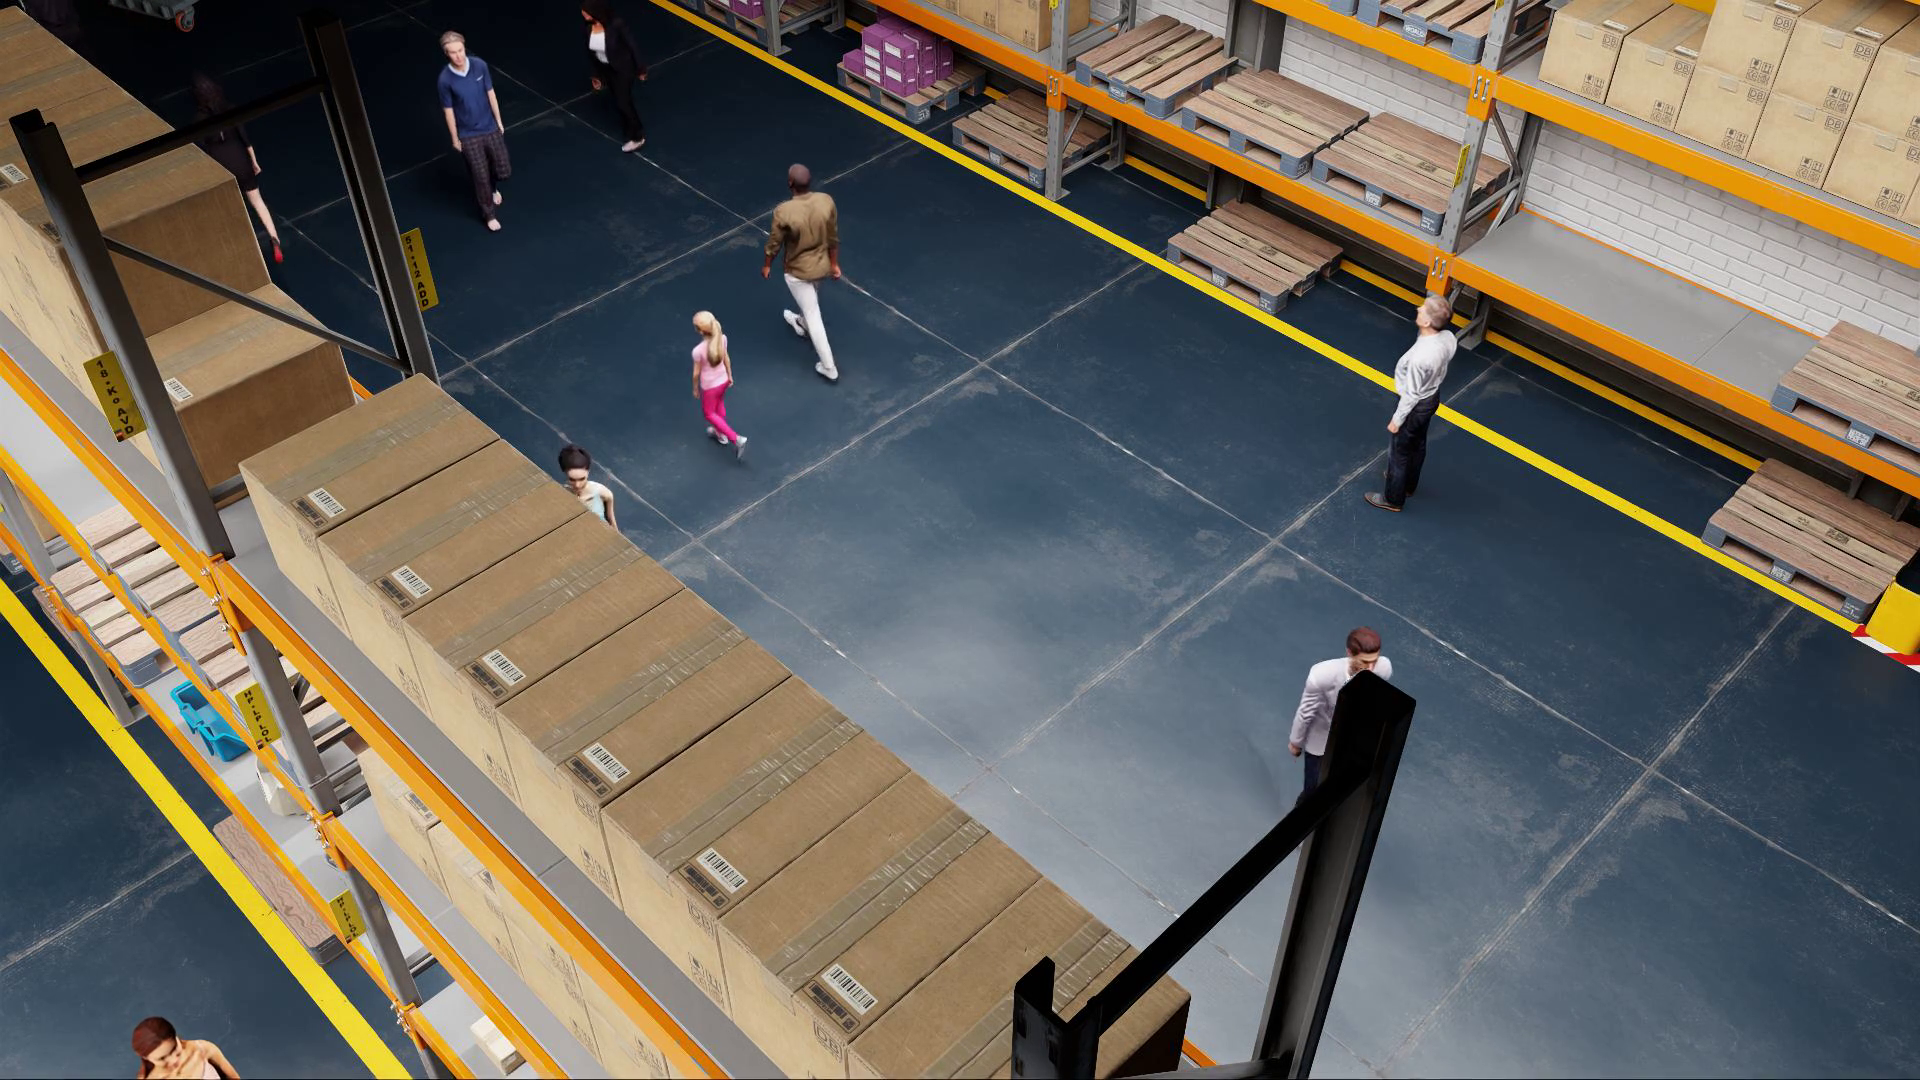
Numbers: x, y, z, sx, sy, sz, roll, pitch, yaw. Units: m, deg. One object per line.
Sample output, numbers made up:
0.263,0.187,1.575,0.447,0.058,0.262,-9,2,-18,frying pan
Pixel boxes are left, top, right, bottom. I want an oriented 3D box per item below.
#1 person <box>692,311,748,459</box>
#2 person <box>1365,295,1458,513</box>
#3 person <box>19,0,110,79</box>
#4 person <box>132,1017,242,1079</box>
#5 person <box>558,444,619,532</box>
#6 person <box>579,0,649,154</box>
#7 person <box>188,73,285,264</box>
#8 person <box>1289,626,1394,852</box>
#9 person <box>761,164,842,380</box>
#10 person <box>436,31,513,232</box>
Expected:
-1.818,-1.157,12.504,0.782,1.261,0.517,32,52,29,person
3.263,-0.975,11.908,0.569,1.820,0.656,31,52,29,person
-8.493,-4.762,15.910,1.277,1.782,0.878,25,49,24,person
-3.591,2.789,7.950,0.515,1.830,0.570,33,53,30,person
-2.428,0.025,10.927,1.072,1.725,1.226,-4,44,-4,person
-3.208,-4.467,15.750,0.780,1.577,0.885,8,44,8,person
-6.161,-3.080,14.144,0.661,1.783,0.967,-30,51,-28,person
2.164,1.086,9.734,0.809,1.835,0.824,-9,44,-9,person
-1.165,-2.069,13.084,0.851,1.782,1.205,-27,50,-25,person
-4.306,-3.644,14.684,0.723,1.855,0.784,-27,50,-26,person
